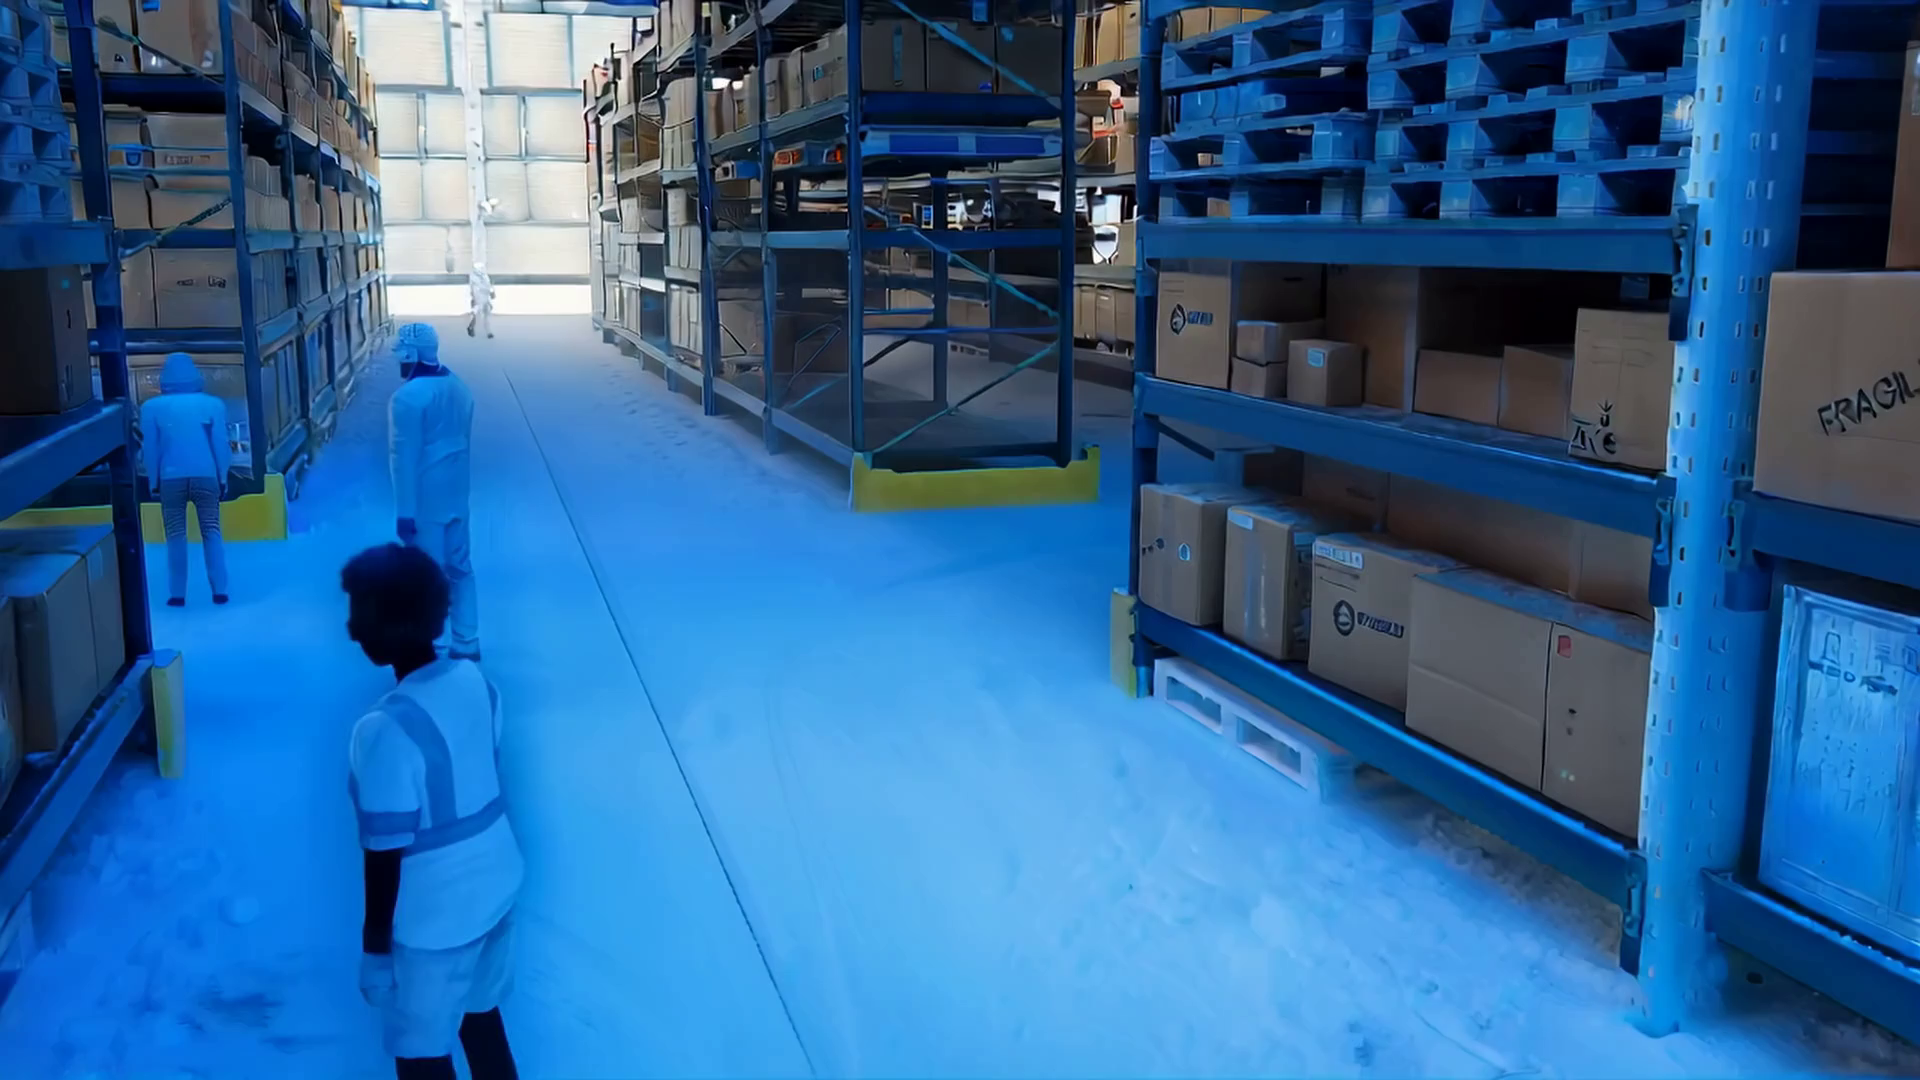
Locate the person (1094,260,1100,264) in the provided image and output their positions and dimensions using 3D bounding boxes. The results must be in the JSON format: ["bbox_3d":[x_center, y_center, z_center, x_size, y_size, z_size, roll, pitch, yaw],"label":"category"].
[{"bbox_3d":[3.882,-6.952,46.368,0.631,1.709,0.418,8,13,38],"label":"person"}]

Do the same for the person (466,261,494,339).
[{"bbox_3d":[-11.186,-5.569,38.586,0.811,1.801,0.610,9,14,41],"label":"person"}]

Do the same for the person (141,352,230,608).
[{"bbox_3d":[-4.905,-0.377,10.583,0.493,1.624,0.280,-6,12,-32],"label":"person"}]

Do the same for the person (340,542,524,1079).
[{"bbox_3d":[-1.178,0.837,3.771,0.336,1.685,0.541,2,10,8],"label":"person"}]

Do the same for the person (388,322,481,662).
[{"bbox_3d":[-2.864,-0.217,8.965,0.399,1.899,0.650,3,11,14],"label":"person"}]
